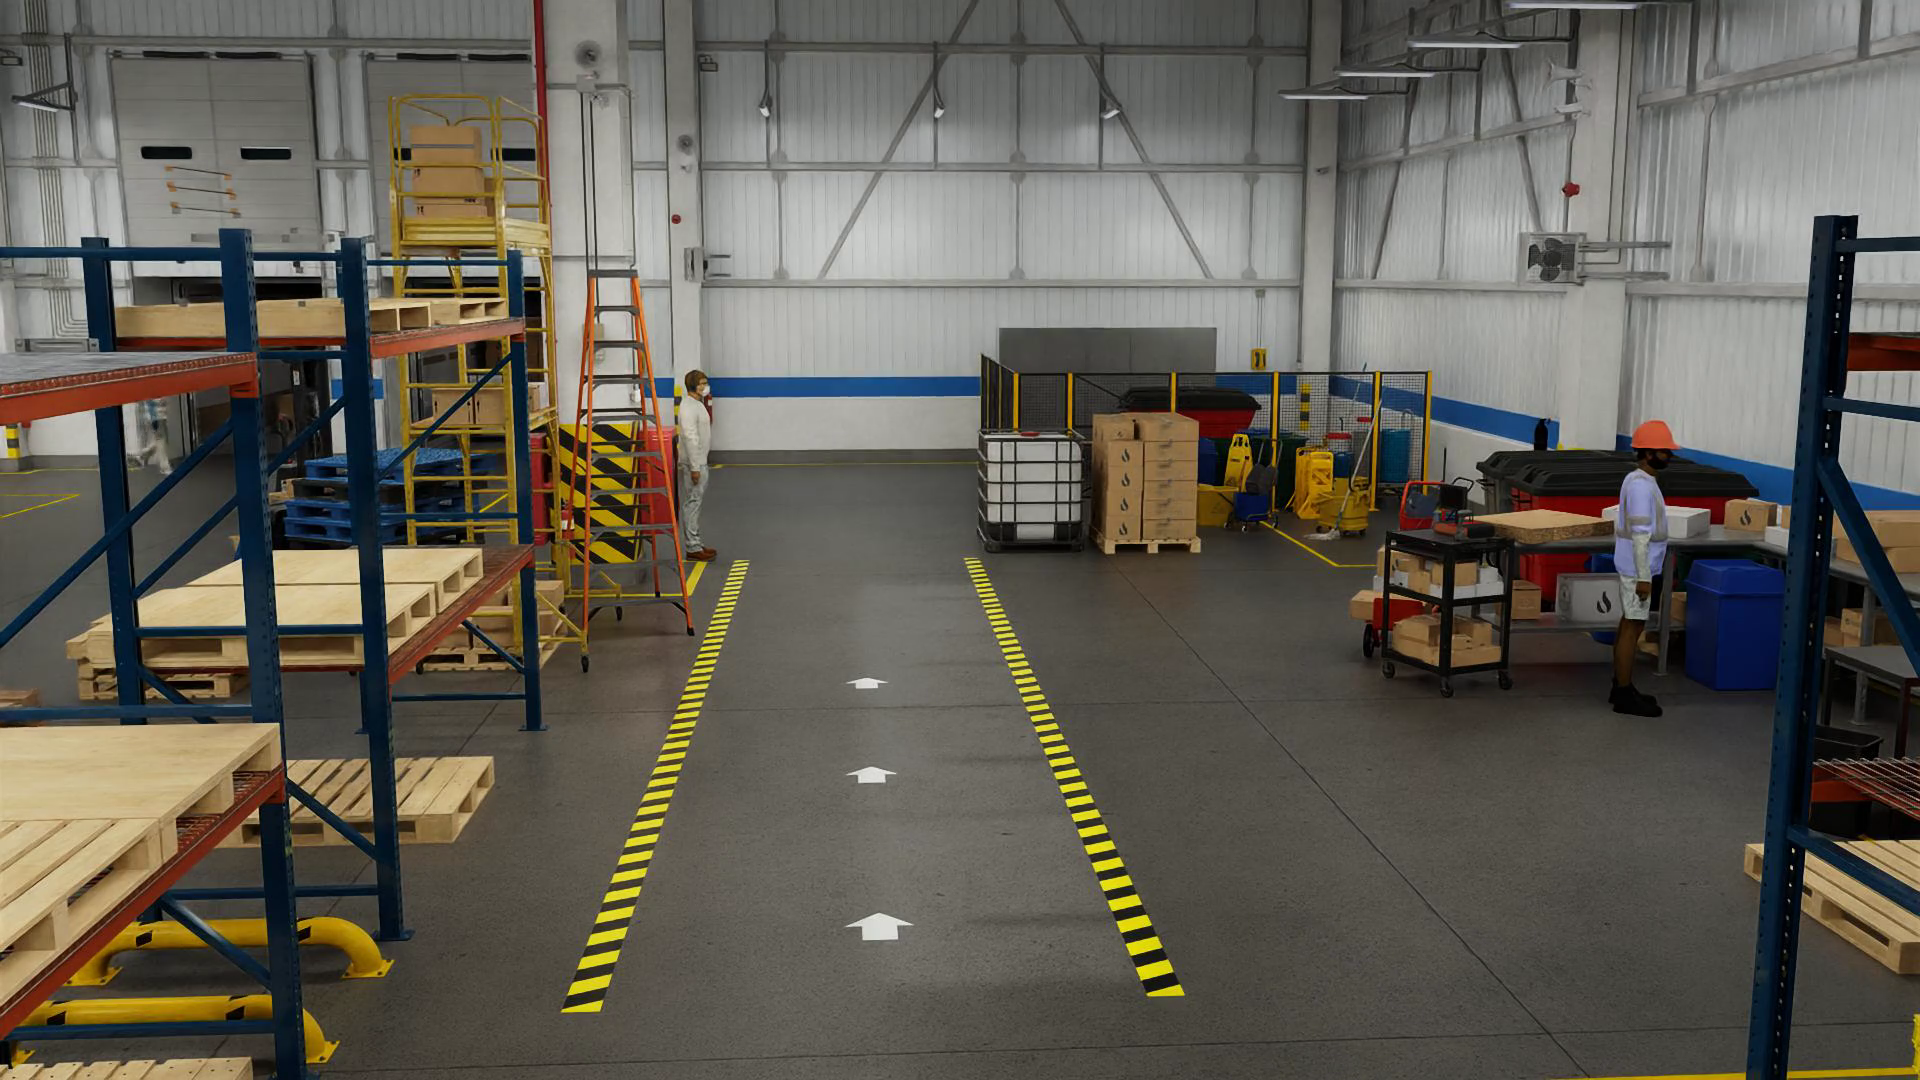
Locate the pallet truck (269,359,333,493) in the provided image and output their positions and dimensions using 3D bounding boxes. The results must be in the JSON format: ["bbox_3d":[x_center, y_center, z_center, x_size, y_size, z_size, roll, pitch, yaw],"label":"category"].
[{"bbox_3d":[-7.062,-1.131,18.996,1.885,1.965,0.823,2,9,13],"label":"pallet truck"}]

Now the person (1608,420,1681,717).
[{"bbox_3d":[4.497,0.180,10.949,0.361,1.939,0.542,3,10,18],"label":"person"}]

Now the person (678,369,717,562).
[{"bbox_3d":[-2.662,-0.755,16.820,0.372,1.940,0.630,-1,9,-4],"label":"person"}]

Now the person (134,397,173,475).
[{"bbox_3d":[-11.589,-1.733,23.919,0.549,1.623,0.530,-2,9,-13],"label":"person"}]
